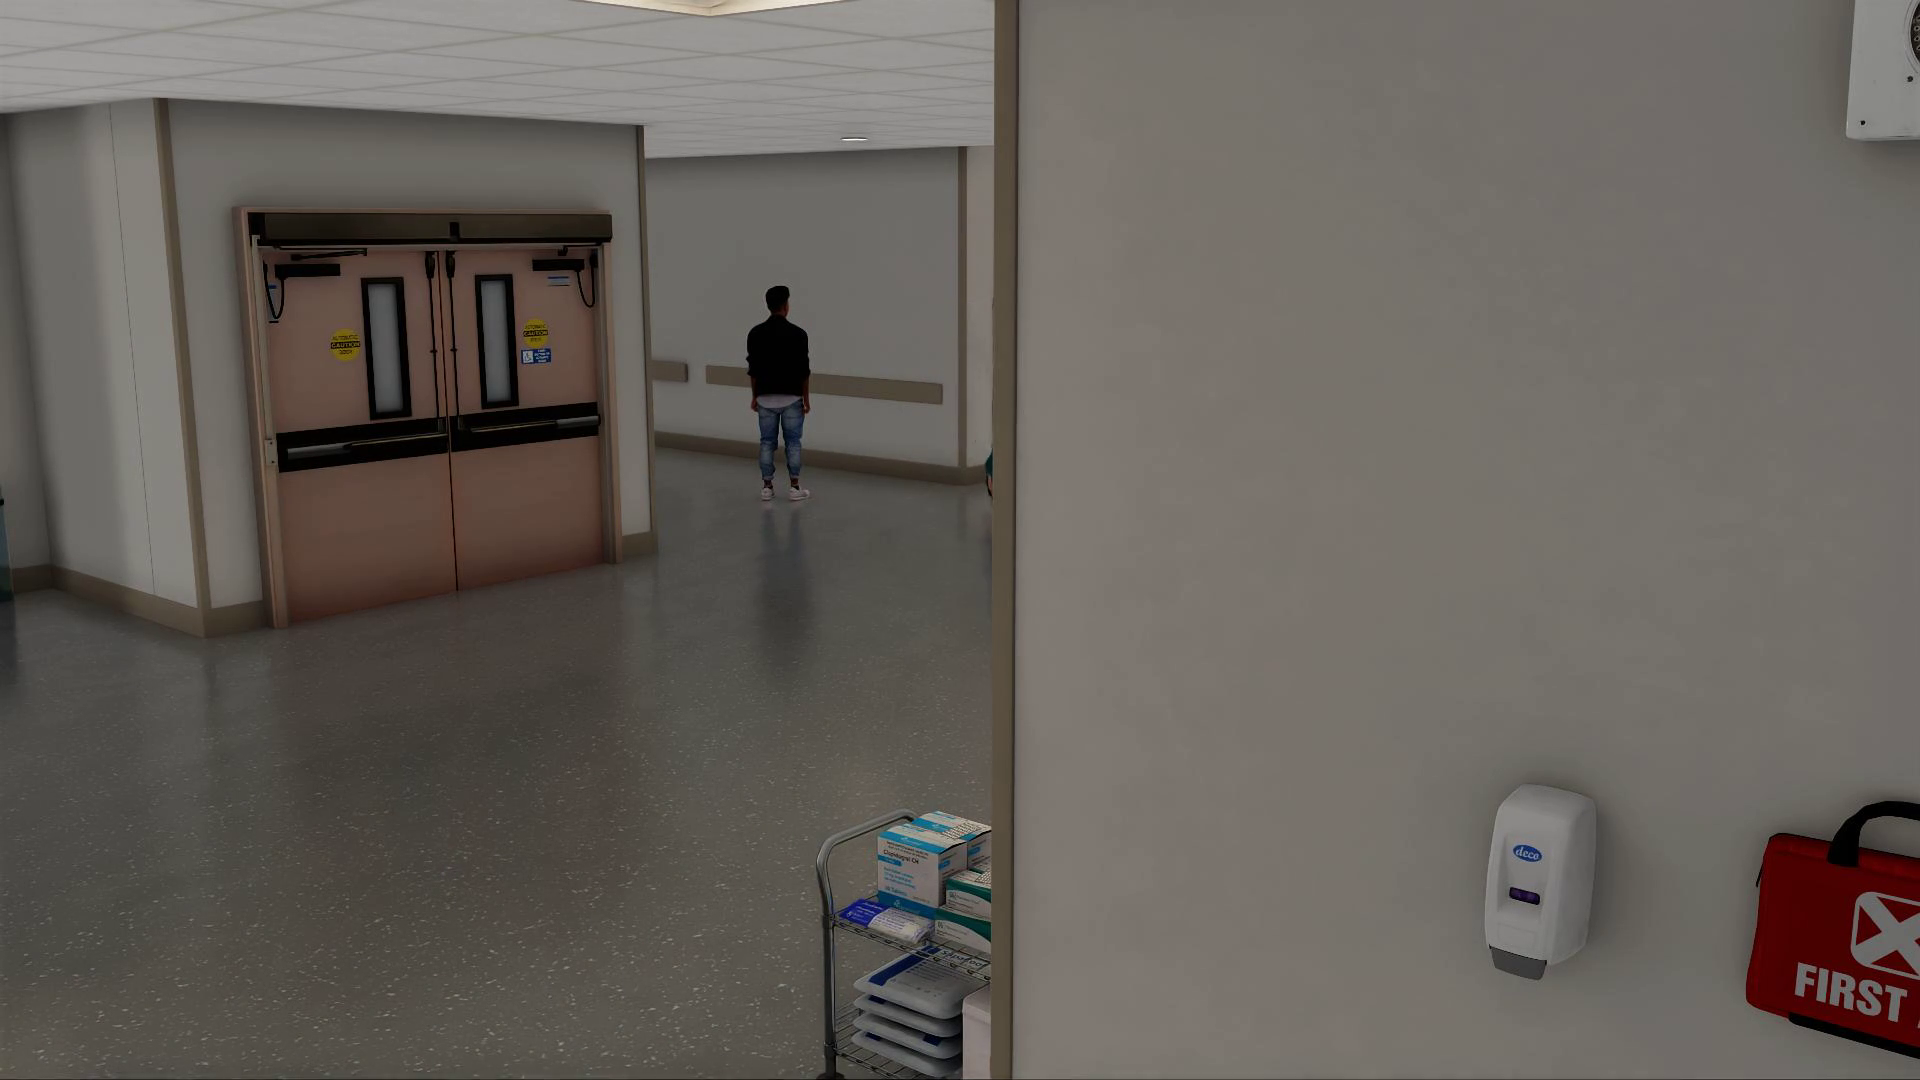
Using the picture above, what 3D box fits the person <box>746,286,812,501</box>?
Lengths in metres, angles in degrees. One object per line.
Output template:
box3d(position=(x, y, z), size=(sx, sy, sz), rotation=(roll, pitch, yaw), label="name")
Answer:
box3d(position=(-1.541, -1.247, 14.130), size=(0.787, 1.811, 0.782), rotation=(2, 11, 10), label="person")
